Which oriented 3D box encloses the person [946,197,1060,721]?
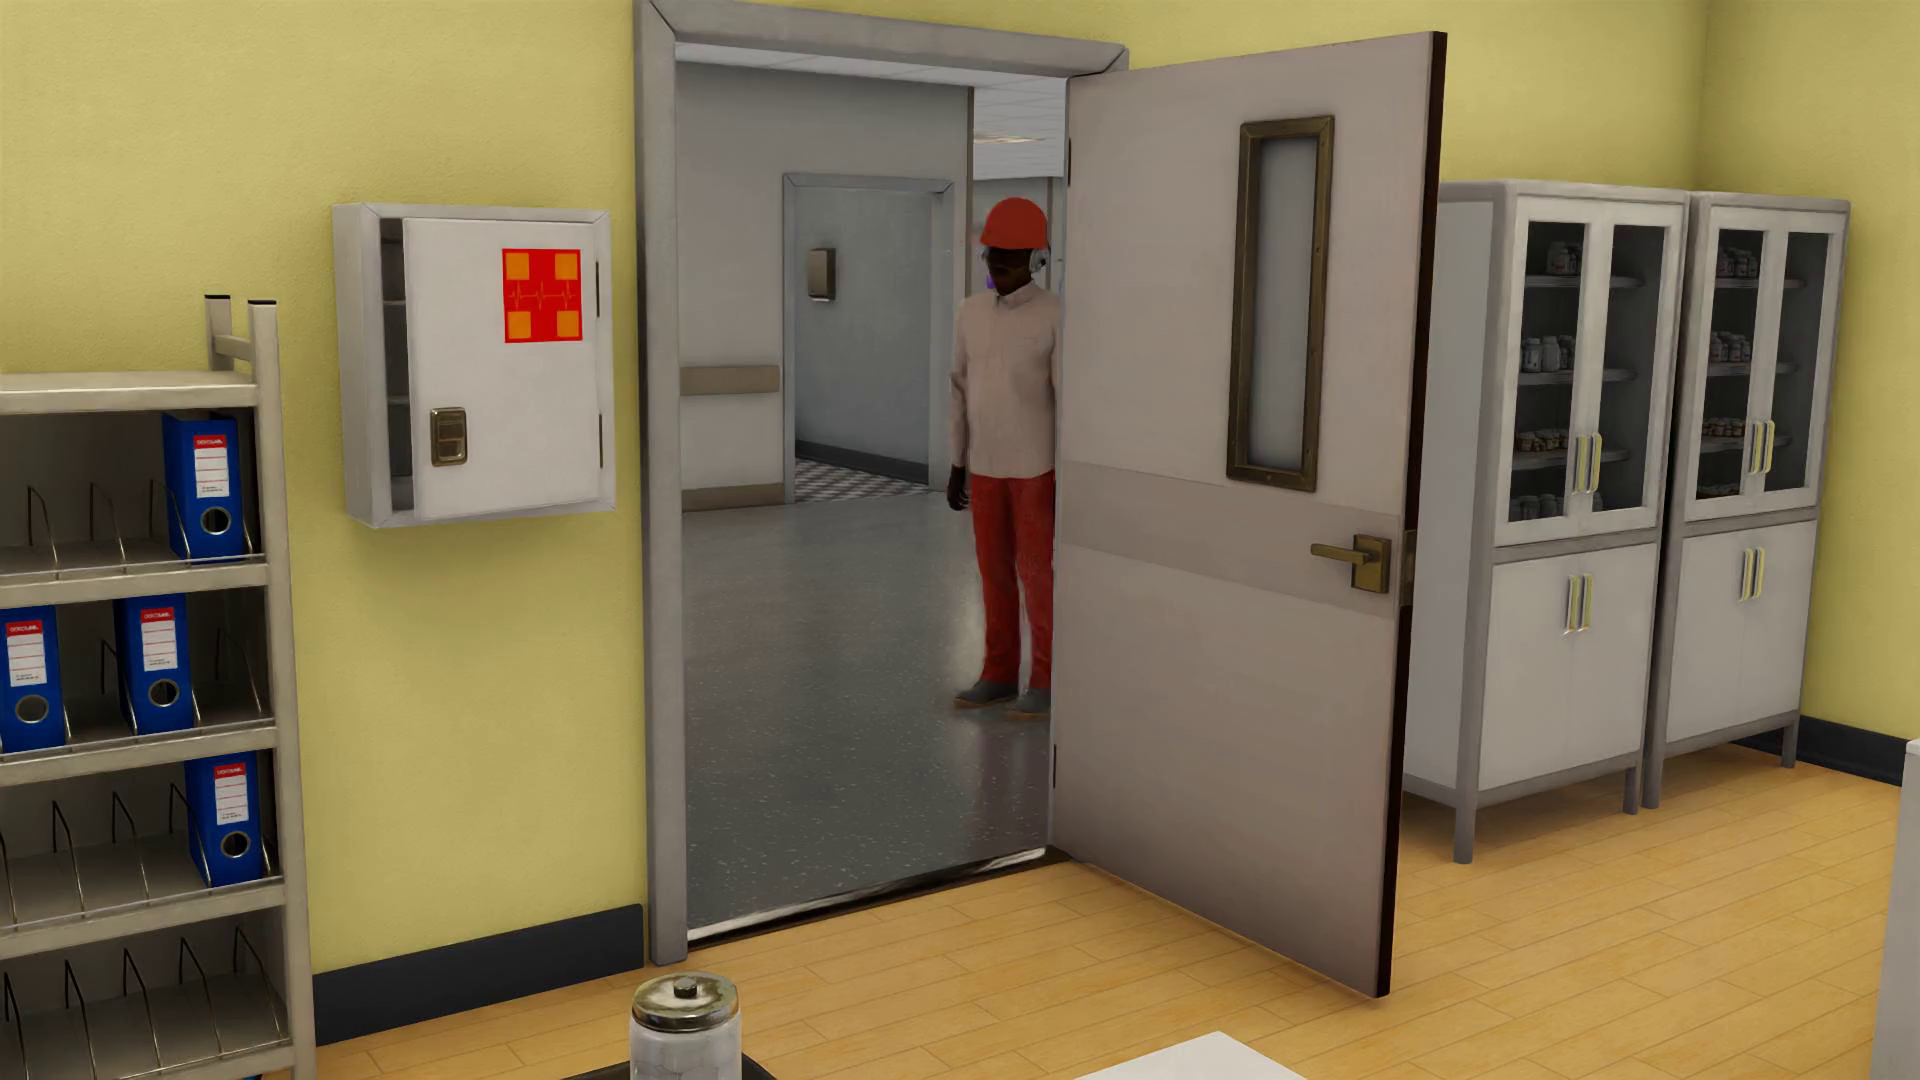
[{"bbox_3d":[0.199,-0.287,6.337,0.646,1.977,0.445,9,13,41],"label":"person"}]
